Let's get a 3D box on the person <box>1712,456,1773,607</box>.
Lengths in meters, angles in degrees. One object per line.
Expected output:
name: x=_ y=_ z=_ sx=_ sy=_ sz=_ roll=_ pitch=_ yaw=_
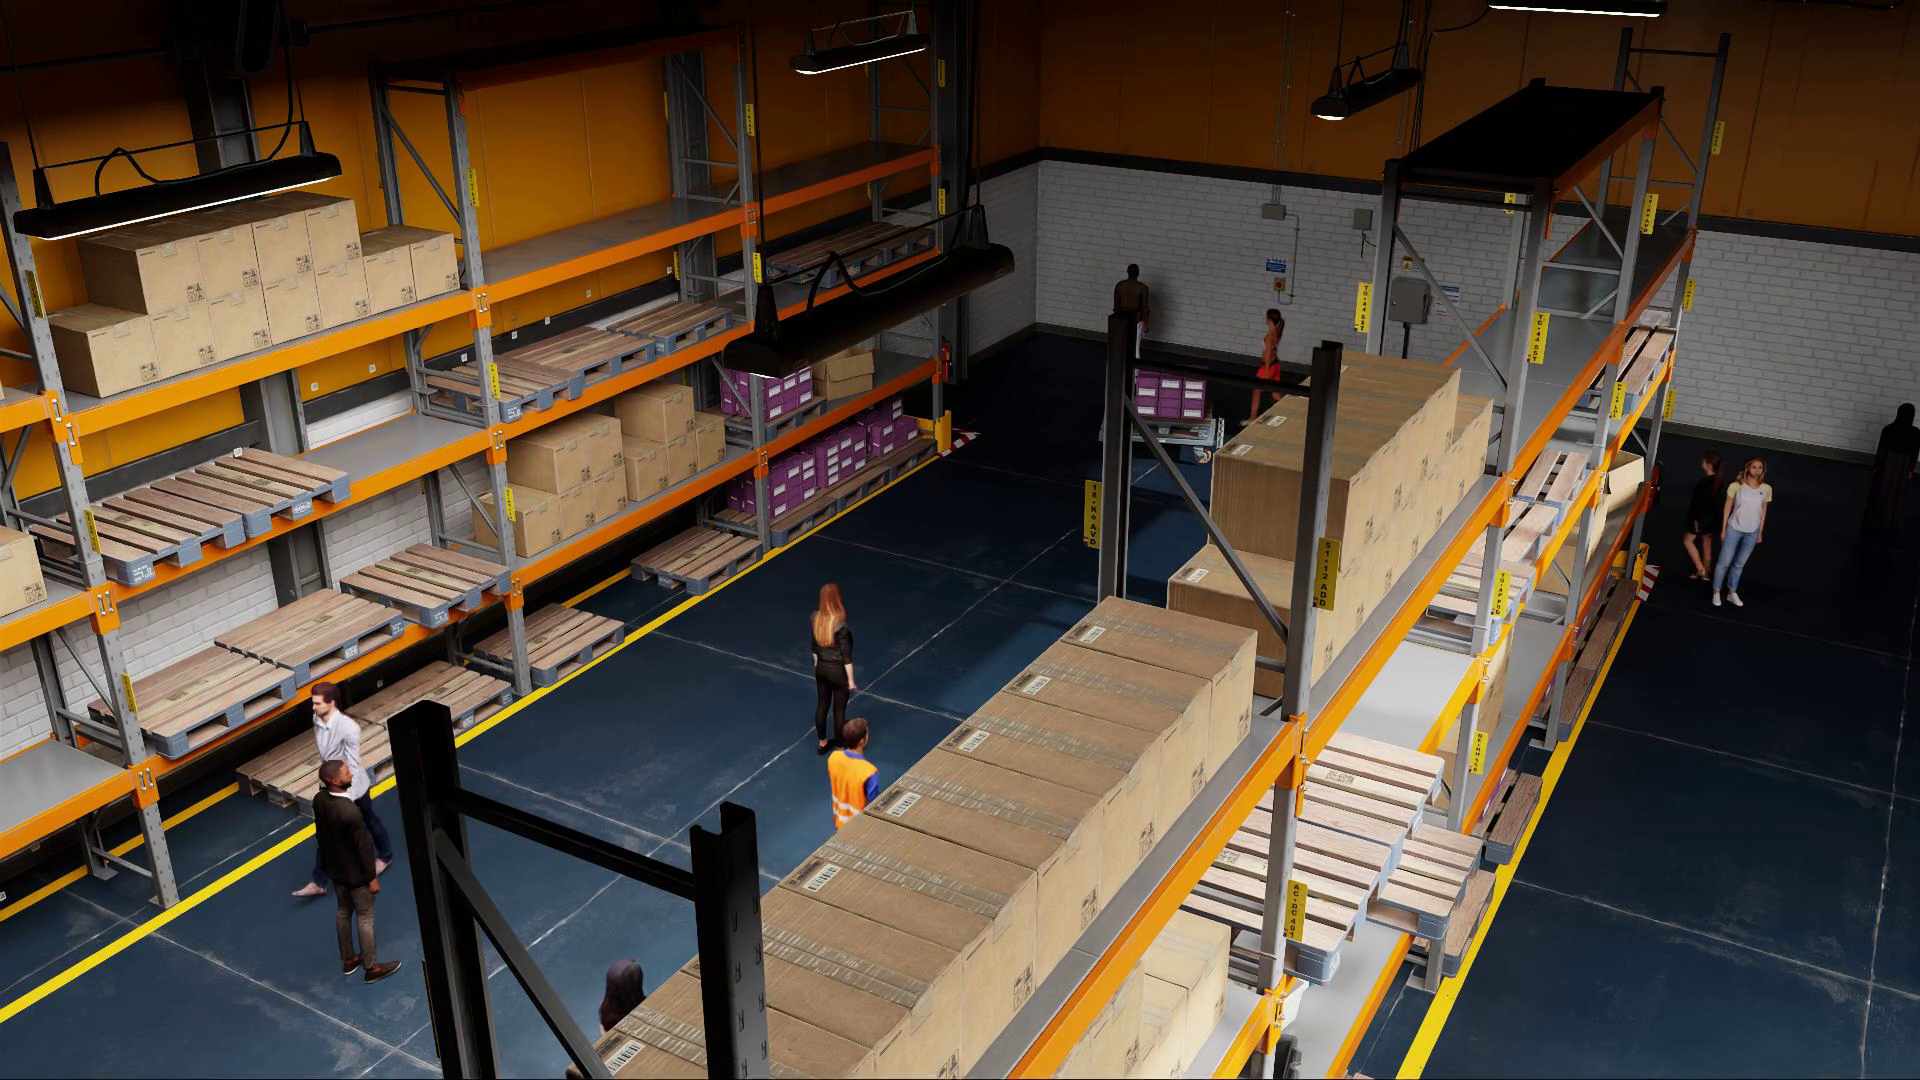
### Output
person: x=8.448 y=-0.105 z=17.988 sx=0.703 sy=1.722 sz=0.692 roll=1 pitch=24 yaw=3

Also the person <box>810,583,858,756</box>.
person: x=-1.166 y=1.187 z=15.043 sx=0.634 sy=1.712 sz=0.563 roll=18 pitch=29 yaw=35

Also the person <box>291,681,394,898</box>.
person: x=-4.817 y=1.917 z=13.244 sx=0.701 sy=1.817 sz=1.068 roll=13 pitch=27 yaw=28

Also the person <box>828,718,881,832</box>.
person: x=-0.819 y=2.205 z=12.539 sx=0.814 sy=1.855 sz=0.949 roll=20 pitch=31 yaw=39

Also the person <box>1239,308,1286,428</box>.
person: x=4.363 y=-2.302 z=22.971 sx=0.755 sy=1.757 sz=1.102 roll=18 pitch=29 yaw=35

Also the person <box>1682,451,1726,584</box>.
person: x=8.334 y=-0.223 z=18.486 sx=0.684 sy=1.540 sz=0.754 roll=-8 pitch=25 yaw=-18

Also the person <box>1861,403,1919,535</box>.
person: x=11.164 y=-0.875 z=19.883 sx=0.579 sy=1.615 sz=0.566 roll=13 pitch=27 yaw=27

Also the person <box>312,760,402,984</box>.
person: x=-4.456 y=2.406 z=12.147 sx=0.664 sy=1.800 sz=0.554 roll=15 pitch=28 yaw=30

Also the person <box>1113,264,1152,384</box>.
person: x=2.576 y=-3.279 z=25.121 sx=0.750 sy=1.825 sz=0.594 roll=10 pitch=25 yaw=21

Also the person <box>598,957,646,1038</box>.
person: x=-2.002 y=3.293 z=10.236 sx=0.590 sy=1.706 sz=0.520 roll=12 pitch=26 yaw=26
